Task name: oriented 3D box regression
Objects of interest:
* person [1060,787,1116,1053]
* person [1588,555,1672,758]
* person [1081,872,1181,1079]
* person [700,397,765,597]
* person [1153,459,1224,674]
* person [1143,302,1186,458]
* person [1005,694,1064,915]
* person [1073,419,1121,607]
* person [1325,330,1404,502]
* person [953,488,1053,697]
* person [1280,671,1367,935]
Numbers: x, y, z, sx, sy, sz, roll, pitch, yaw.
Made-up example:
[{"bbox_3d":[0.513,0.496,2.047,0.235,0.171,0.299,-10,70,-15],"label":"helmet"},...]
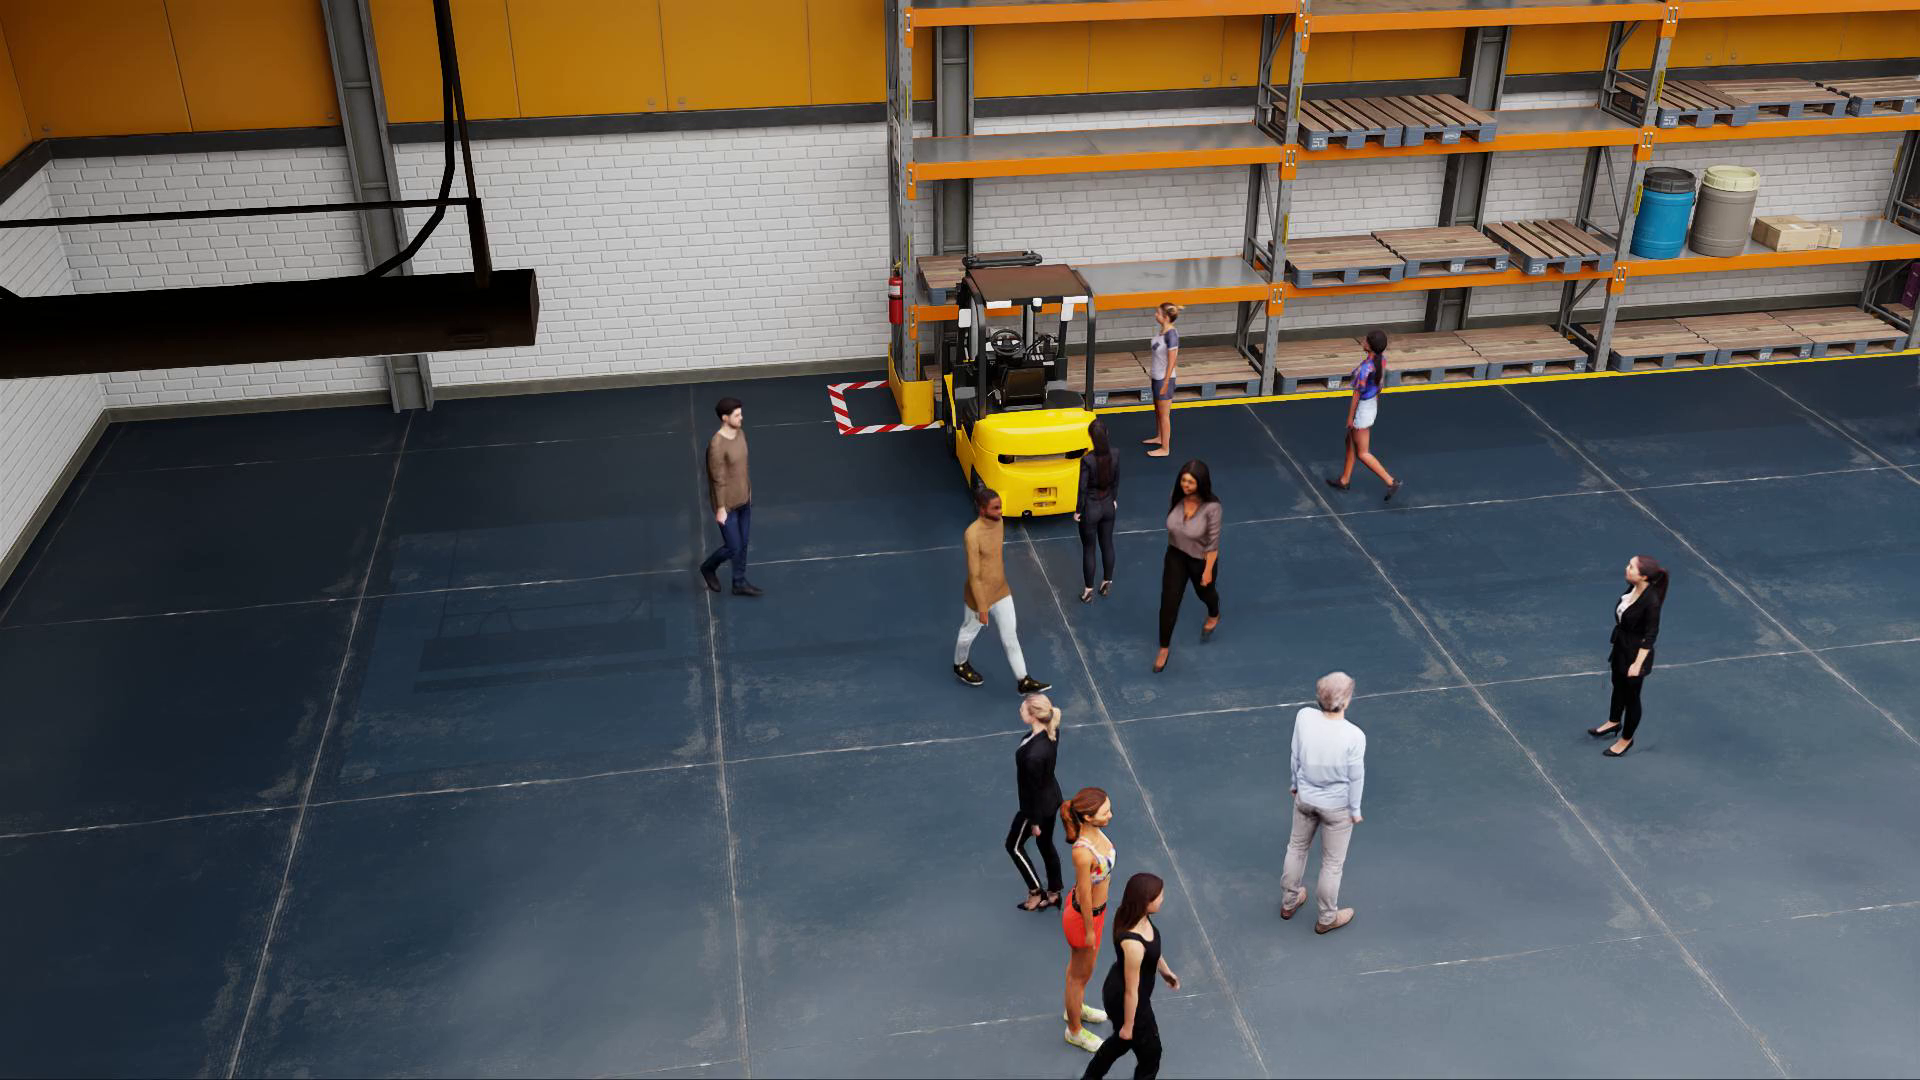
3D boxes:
[{"bbox_3d":[0.729,2.179,9.671,0.663,1.791,0.643,5,29,8],"label":"person"},{"bbox_3d":[4.964,0.836,12.271,0.600,1.659,0.637,0,29,1],"label":"person"},{"bbox_3d":[0.879,2.526,9.167,0.874,1.664,0.716,4,29,7],"label":"person"},{"bbox_3d":[-2.031,-0.348,14.216,0.942,1.876,0.862,11,30,19],"label":"person"},{"bbox_3d":[1.915,0.158,13.377,1.152,1.791,1.185,18,33,29],"label":"person"},{"bbox_3d":[2.066,-1.641,16.849,0.584,1.624,0.620,0,29,0],"label":"person"},{"bbox_3d":[0.588,1.727,10.605,0.762,1.691,0.725,14,31,23],"label":"person"},{"bbox_3d":[1.174,-0.246,14.201,0.527,1.711,0.689,-15,32,-26],"label":"person"},{"bbox_3d":[3.931,-1.157,15.864,1.065,1.719,1.039,21,35,33],"label":"person"},{"bbox_3d":[0.122,0.393,12.963,1.191,1.776,1.154,20,34,32],"label":"person"},{"bbox_3d":[2.301,1.654,10.529,0.748,1.892,0.785,23,36,36],"label":"person"}]
